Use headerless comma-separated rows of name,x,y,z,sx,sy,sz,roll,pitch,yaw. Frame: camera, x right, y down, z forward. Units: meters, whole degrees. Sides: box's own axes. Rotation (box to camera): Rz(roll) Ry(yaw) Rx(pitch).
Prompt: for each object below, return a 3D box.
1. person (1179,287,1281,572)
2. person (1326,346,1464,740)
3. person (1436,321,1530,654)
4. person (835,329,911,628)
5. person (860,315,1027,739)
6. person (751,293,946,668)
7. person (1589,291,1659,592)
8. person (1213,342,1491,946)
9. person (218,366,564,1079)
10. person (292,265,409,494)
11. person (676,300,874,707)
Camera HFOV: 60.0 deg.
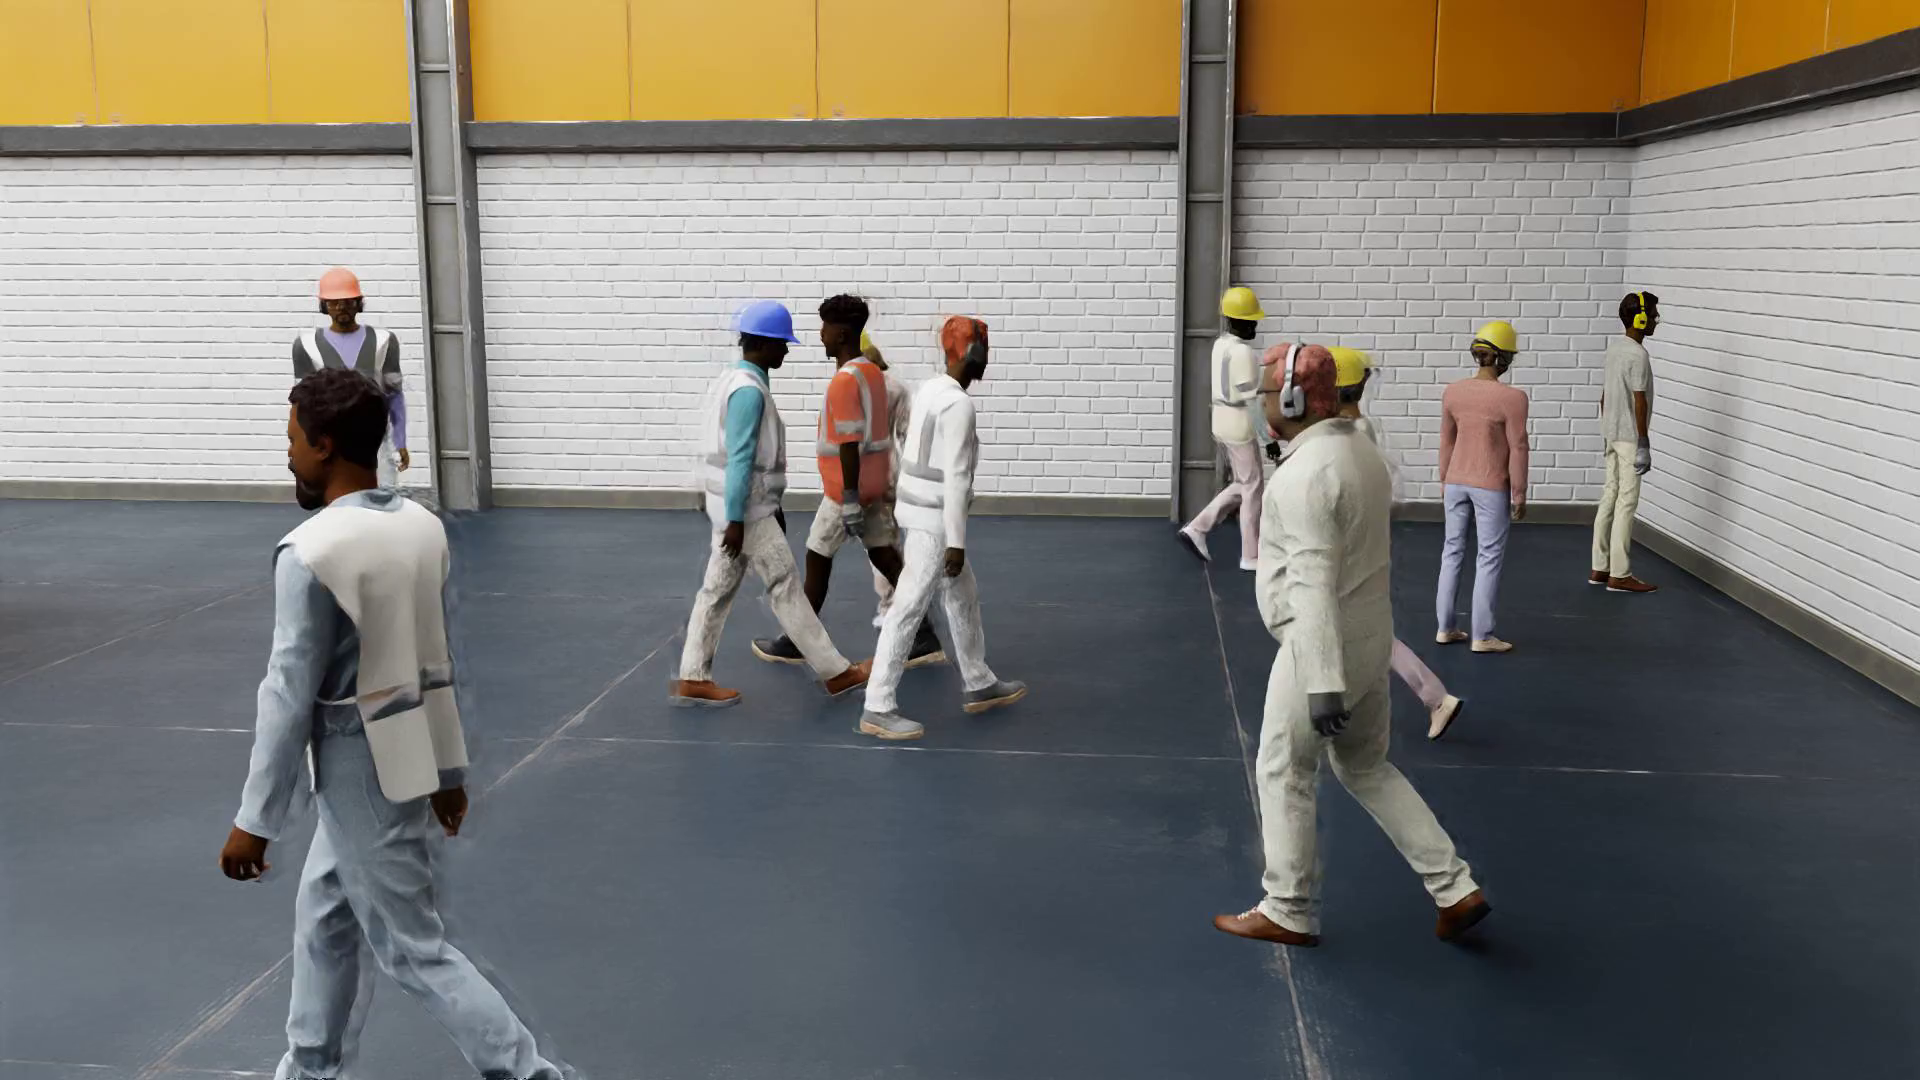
person,1.838,-0.713,10.922,0.604,1.890,0.616,-1,10,-4
person,1.779,0.025,7.176,0.773,1.729,0.539,2,10,14
person,2.773,-0.277,8.815,0.344,1.758,0.532,-8,12,-37
person,-0.506,-0.350,9.364,0.516,1.706,0.553,-6,11,-29
person,-0.045,-0.071,7.397,0.928,1.825,0.684,-2,10,-14
person,-0.538,-0.285,8.408,1.019,1.923,0.626,3,10,16
person,4.187,-0.612,10.406,0.323,1.871,0.528,-1,10,-4
person,1.213,0.343,4.985,0.771,1.868,0.660,6,12,32
person,-1.319,0.541,3.804,0.961,1.877,0.591,0,10,3
person,-3.580,-0.590,9.805,0.633,2.030,0.470,-5,11,-25
person,-0.866,-0.152,7.710,1.013,1.885,0.621,-2,10,-11
